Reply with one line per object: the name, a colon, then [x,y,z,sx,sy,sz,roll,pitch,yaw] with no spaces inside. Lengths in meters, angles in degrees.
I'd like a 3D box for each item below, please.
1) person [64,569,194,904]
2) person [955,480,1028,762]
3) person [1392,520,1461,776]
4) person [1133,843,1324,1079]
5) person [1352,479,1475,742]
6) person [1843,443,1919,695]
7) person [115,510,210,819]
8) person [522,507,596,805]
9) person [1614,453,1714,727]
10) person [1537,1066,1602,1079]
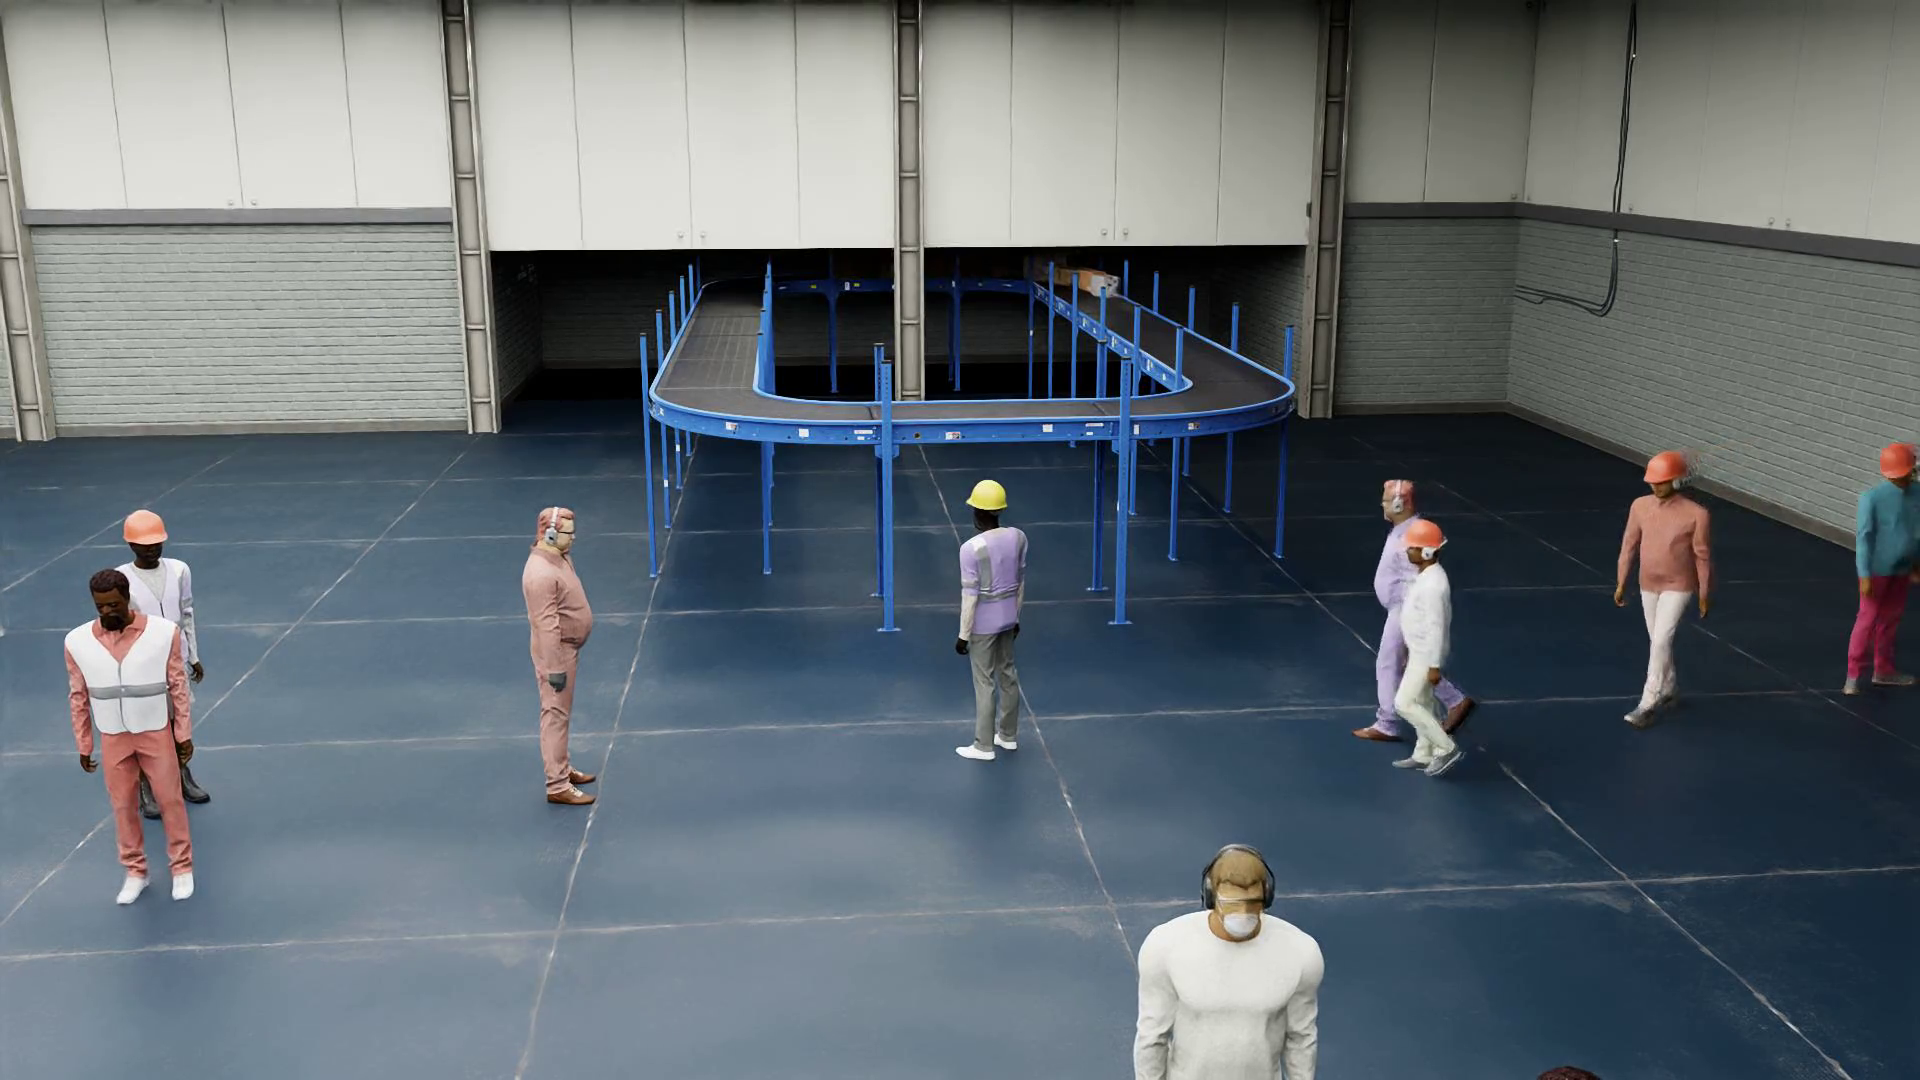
person: [-4.549,1.066,9.170,0.599,1.908,0.404,-4,15,-15]
person: [0.201,0.542,11.211,0.355,1.930,0.587,13,19,42]
person: [3.032,0.717,10.903,0.408,1.736,0.575,3,14,13]
person: [0.899,1.931,5.639,0.629,1.940,0.373,0,14,-1]
person: [3.179,0.502,11.496,0.736,1.873,0.694,5,15,18]
person: [7.036,0.216,12.502,0.758,1.950,0.403,-4,15,-15]
person: [-4.980,0.754,10.346,0.377,1.938,0.547,11,17,36]
person: [-2.529,0.722,10.548,0.410,1.905,0.640,-2,14,-10]
person: [4.985,0.348,11.930,0.932,1.948,0.615,-9,17,-32]
person: [1.506,2.246,4.439,0.589,1.911,0.402,-7,16,-26]
